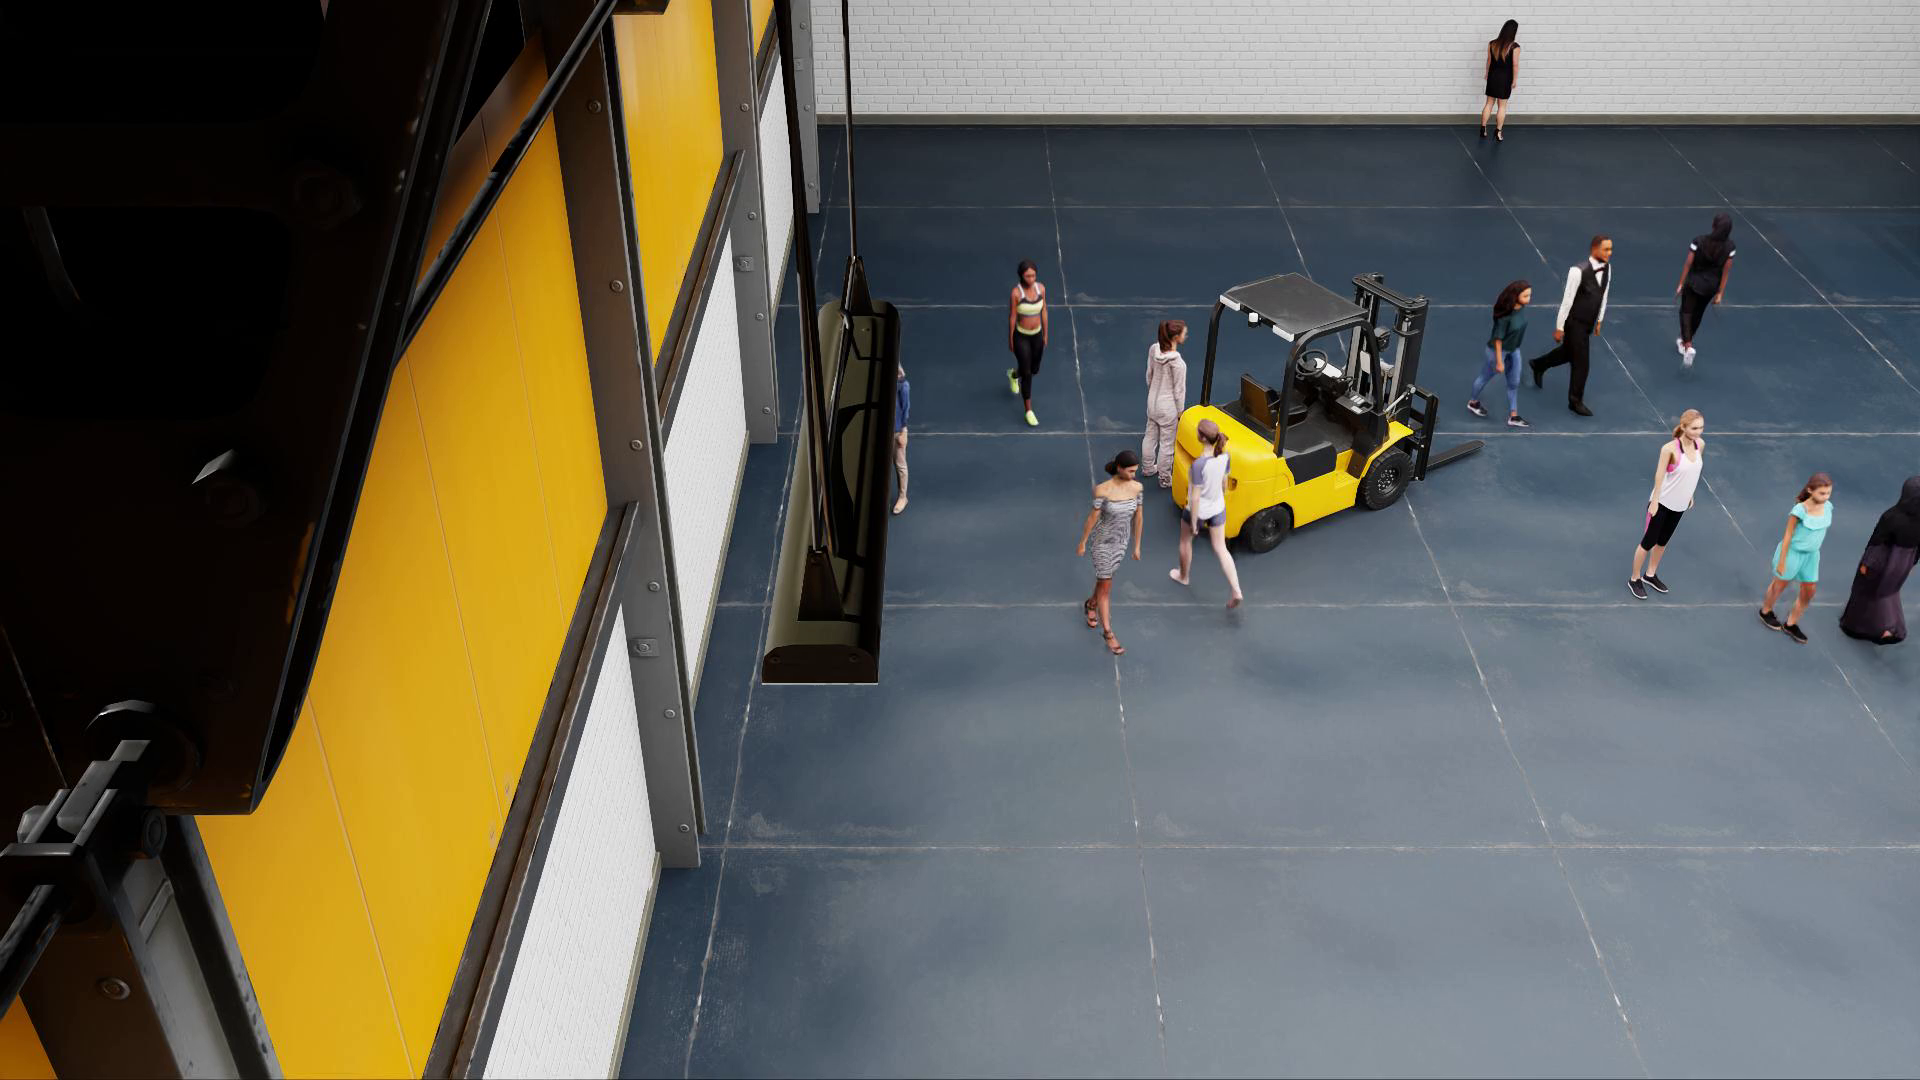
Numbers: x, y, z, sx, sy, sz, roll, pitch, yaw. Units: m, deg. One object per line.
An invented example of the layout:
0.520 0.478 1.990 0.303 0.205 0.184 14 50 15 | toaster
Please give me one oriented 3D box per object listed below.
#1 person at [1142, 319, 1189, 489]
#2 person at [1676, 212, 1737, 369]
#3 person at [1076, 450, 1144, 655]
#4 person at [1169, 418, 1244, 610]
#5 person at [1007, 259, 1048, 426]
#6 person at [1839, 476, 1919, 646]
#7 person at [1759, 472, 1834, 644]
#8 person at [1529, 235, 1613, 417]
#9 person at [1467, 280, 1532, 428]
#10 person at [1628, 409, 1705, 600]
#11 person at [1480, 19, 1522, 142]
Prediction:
1.942 -1.315 15.850 0.790 1.688 0.692 -21 39 -28 | person
7.974 -2.678 17.883 0.770 1.709 1.117 8 34 11 | person
1.209 0.004 13.776 0.885 1.787 1.043 -10 35 -15 | person
2.142 -0.195 14.126 0.920 1.732 1.183 -14 36 -21 | person
0.661 -2.071 16.948 0.831 1.733 1.074 -13 36 -19 | person
7.639 0.213 13.628 0.622 1.604 0.857 -2 34 -4 | person
6.955 0.074 13.893 0.655 1.542 0.783 -7 34 -10 | person
6.306 -2.279 17.117 1.102 1.891 1.331 -18 38 -25 | person
5.443 -1.943 16.888 0.948 1.585 1.057 -24 41 -32 | person
6.078 -0.330 14.279 0.673 1.787 0.652 -13 36 -18 | person
7.694 -6.544 23.695 0.751 1.712 0.802 27 42 34 | person
